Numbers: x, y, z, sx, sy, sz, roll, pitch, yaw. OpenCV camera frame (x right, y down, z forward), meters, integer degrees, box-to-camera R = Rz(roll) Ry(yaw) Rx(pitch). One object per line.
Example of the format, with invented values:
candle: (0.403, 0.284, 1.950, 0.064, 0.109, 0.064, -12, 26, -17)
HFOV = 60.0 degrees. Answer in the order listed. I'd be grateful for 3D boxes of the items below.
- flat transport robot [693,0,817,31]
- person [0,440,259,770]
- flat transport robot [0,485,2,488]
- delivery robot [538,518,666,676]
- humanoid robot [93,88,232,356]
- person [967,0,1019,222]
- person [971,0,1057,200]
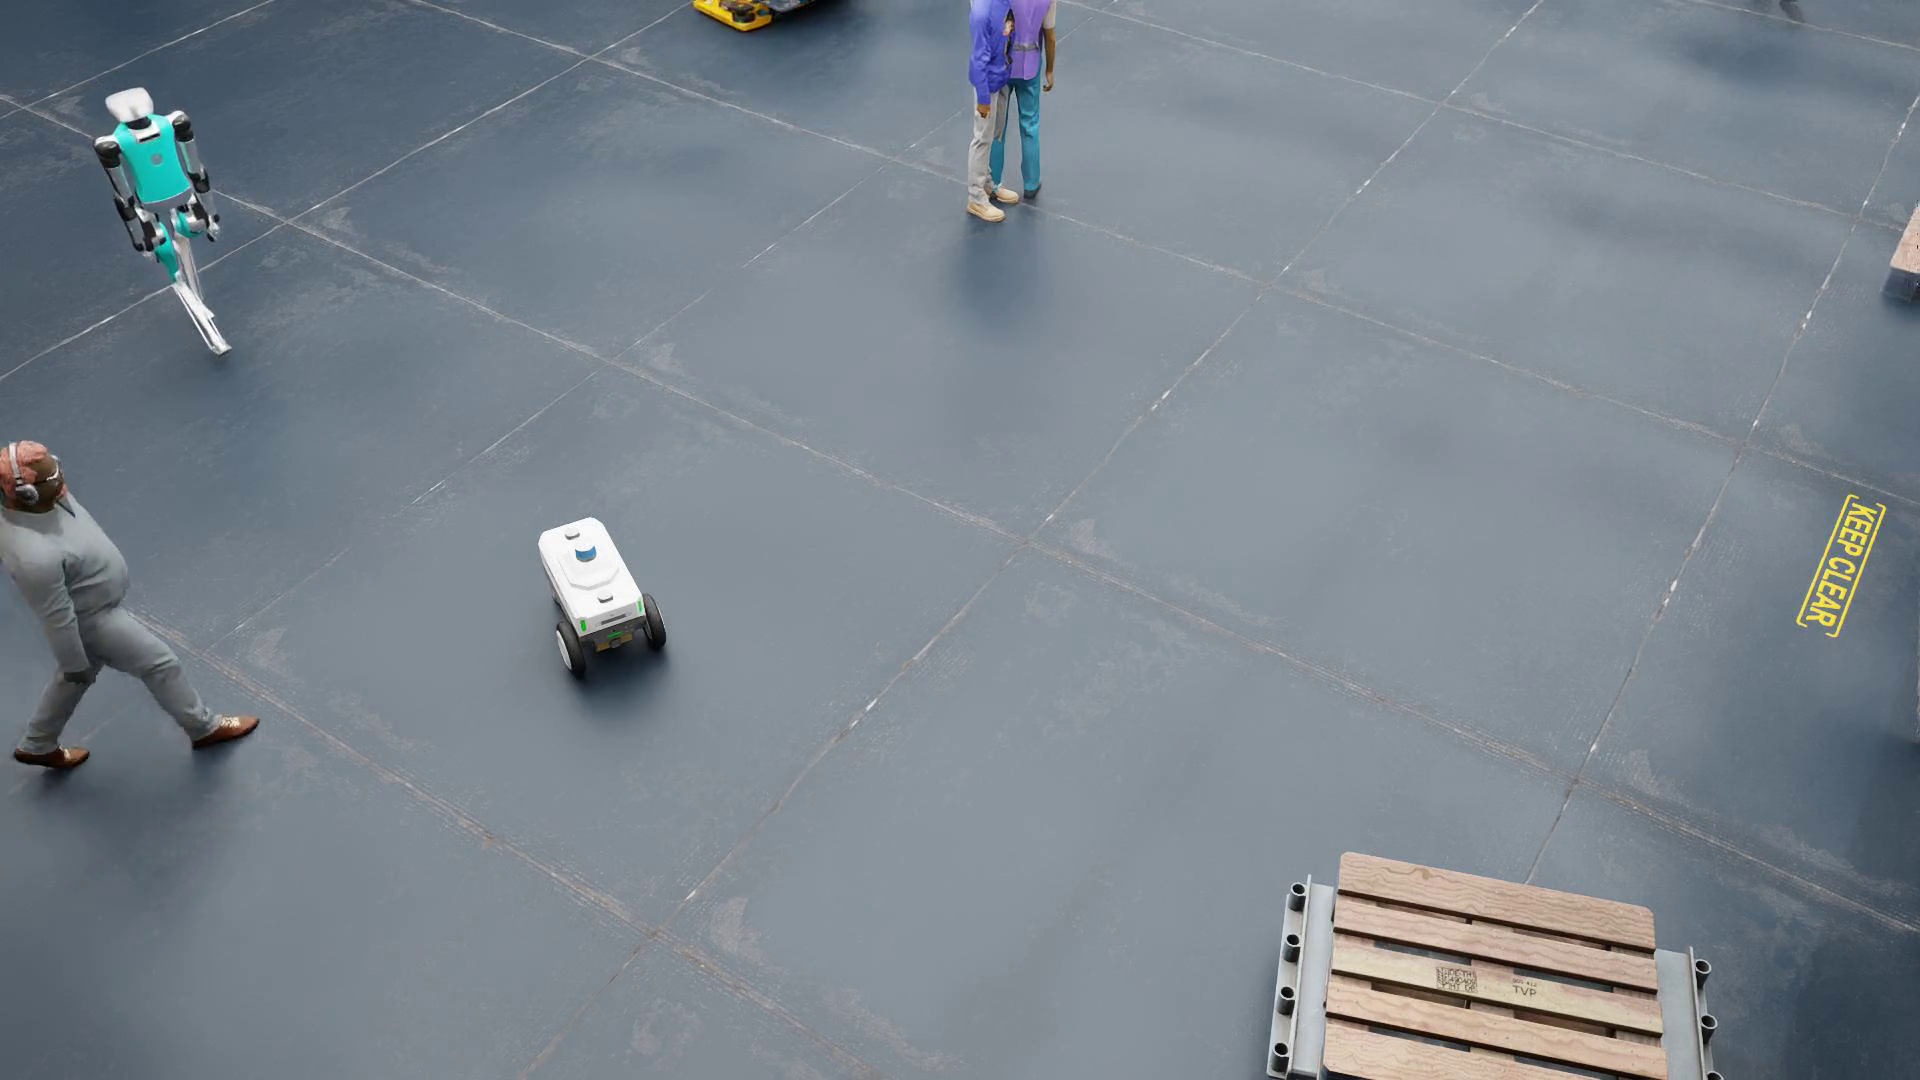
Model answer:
flat transport robot: (-1.487, -4.669, 14.004, 0.659, 0.231, 1.431, 34, 52, 32)
person: (-3.862, 0.316, 7.233, 0.970, 1.858, 0.629, -21, 46, -22)
flat transport robot: (-5.895, -0.100, 8.891, 1.431, 0.231, 0.659, 2, 42, 2)
delivery robot: (-1.828, 0.239, 8.287, 0.499, 0.581, 0.774, -19, 45, -20)
humanoid robot: (-4.699, -1.911, 9.808, 0.540, 1.729, 0.998, -31, 50, -30)
person: (0.239, -3.015, 10.953, 0.353, 1.869, 0.467, 17, 45, 18)
person: (0.352, -3.121, 11.087, 0.565, 1.848, 0.390, 0, 42, 0)
